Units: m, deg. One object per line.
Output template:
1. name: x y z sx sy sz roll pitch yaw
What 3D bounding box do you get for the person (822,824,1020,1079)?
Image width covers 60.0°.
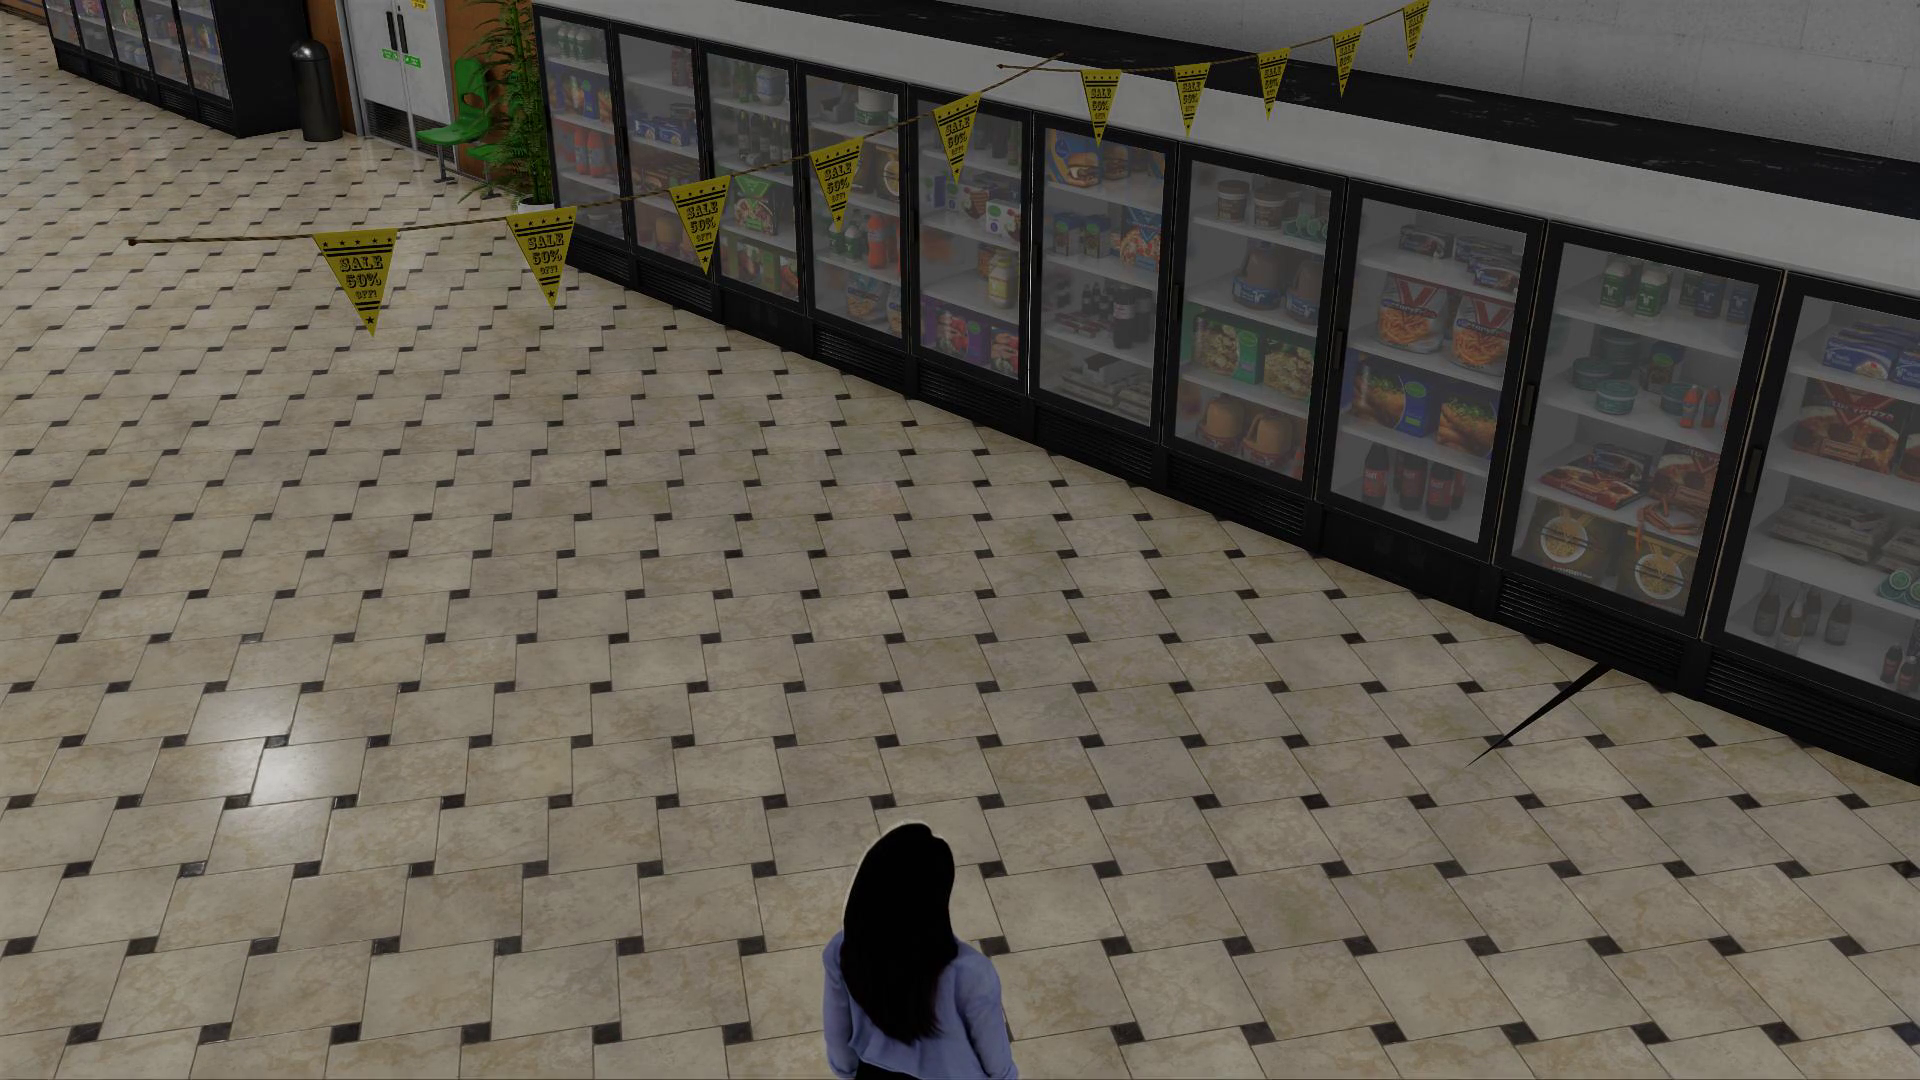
1. person: -0.111 1.442 4.163 0.727 1.744 0.721 8 28 15
